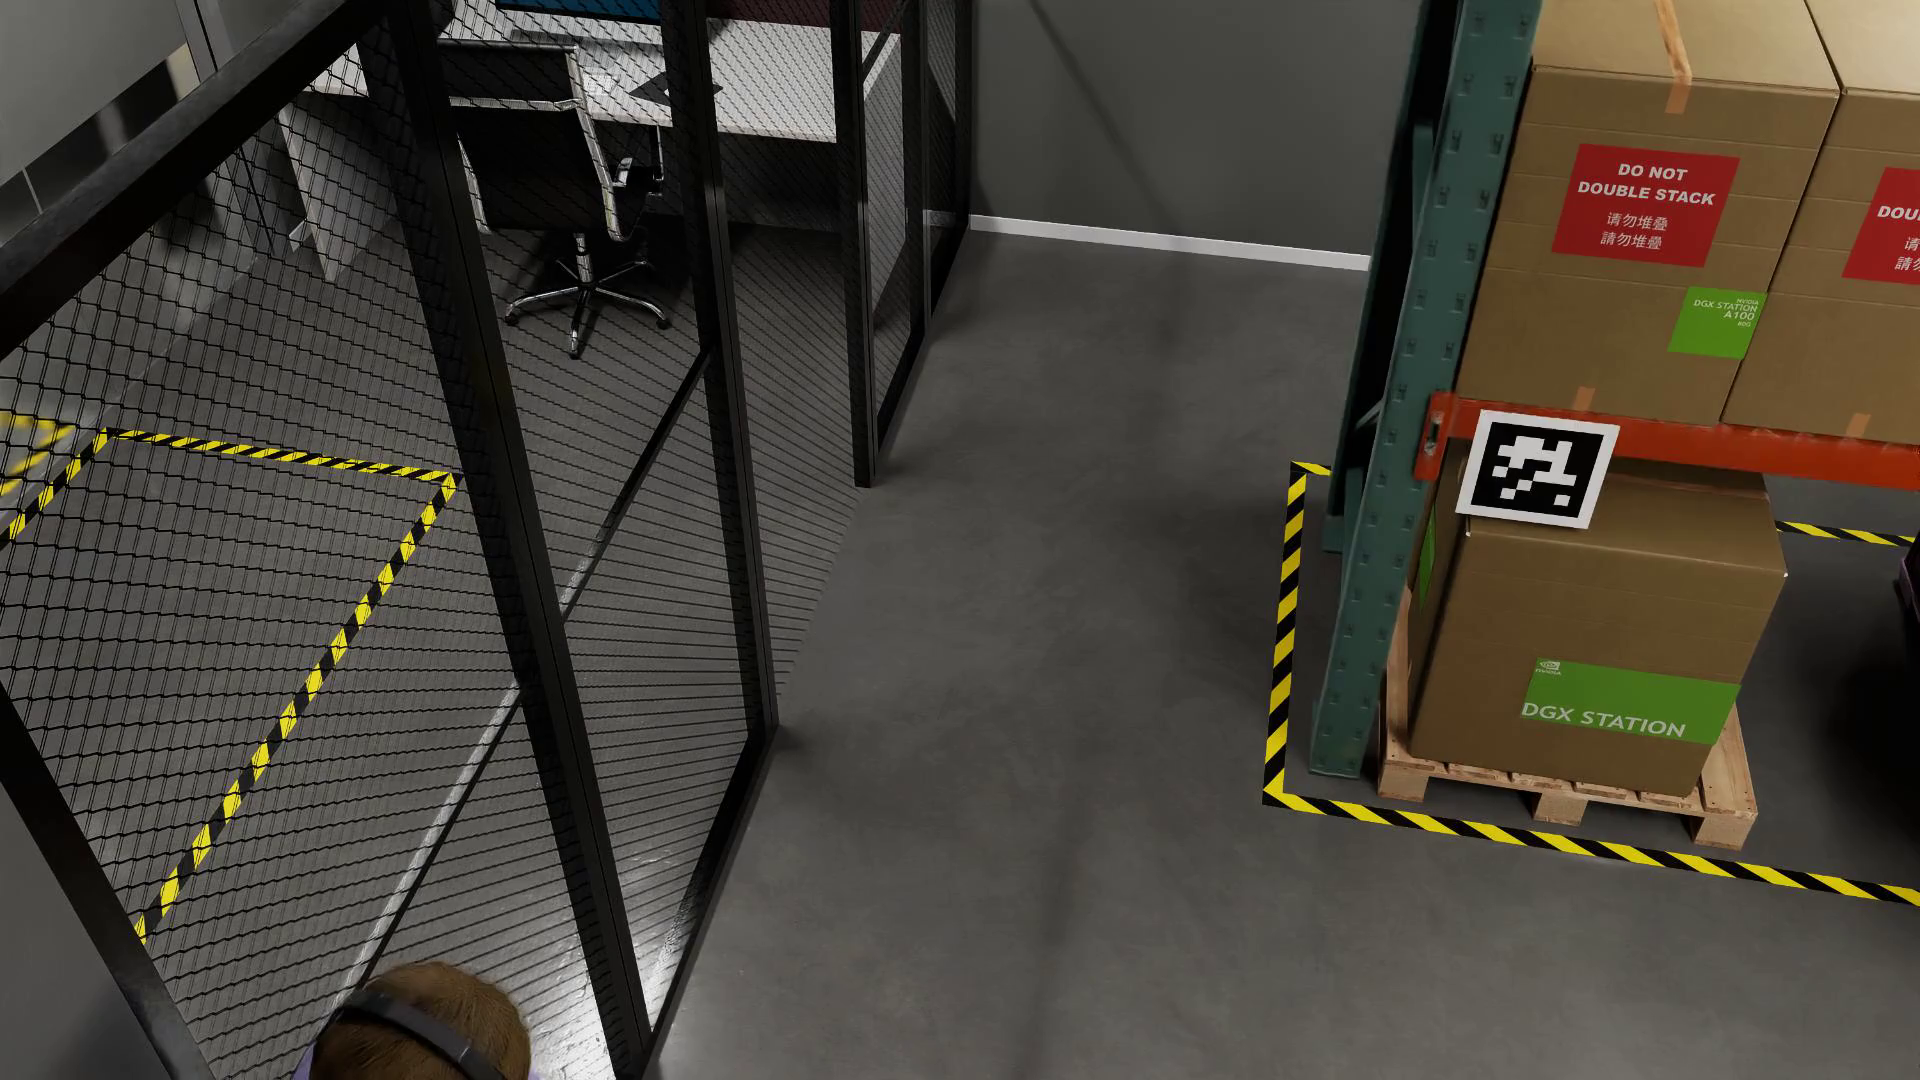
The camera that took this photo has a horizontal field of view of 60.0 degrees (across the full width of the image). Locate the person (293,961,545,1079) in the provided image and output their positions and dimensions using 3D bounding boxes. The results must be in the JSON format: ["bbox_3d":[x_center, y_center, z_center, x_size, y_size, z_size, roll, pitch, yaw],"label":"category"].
[{"bbox_3d":[-0.519,1.154,2.170,0.628,1.939,0.373,19,44,21],"label":"person"}]
